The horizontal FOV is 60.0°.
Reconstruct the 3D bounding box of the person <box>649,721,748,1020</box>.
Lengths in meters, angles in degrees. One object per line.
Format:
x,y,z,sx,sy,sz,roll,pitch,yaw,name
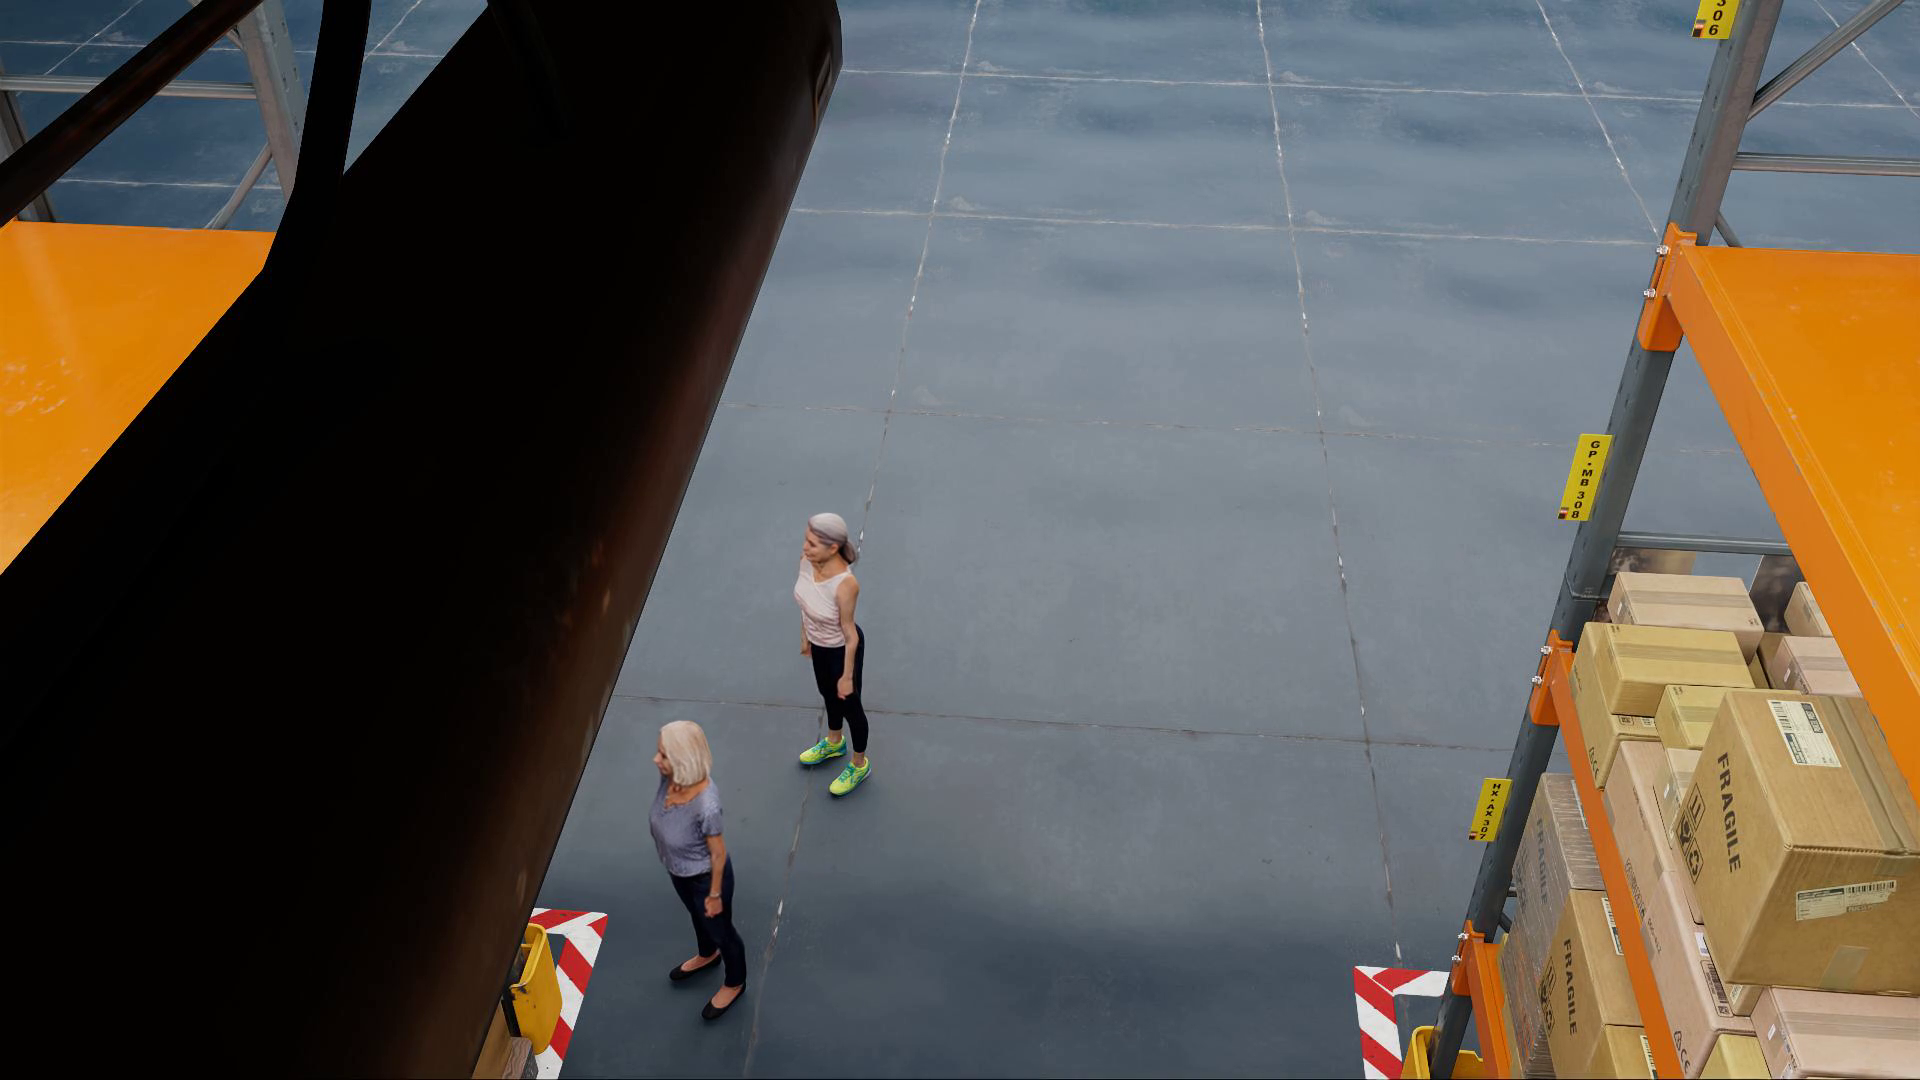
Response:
-1.142,1.422,7.282,0.709,1.722,0.637,-24,44,-28,person

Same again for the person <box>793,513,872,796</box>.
-0.627,0.549,8.414,0.734,1.702,0.665,-25,45,-29,person
